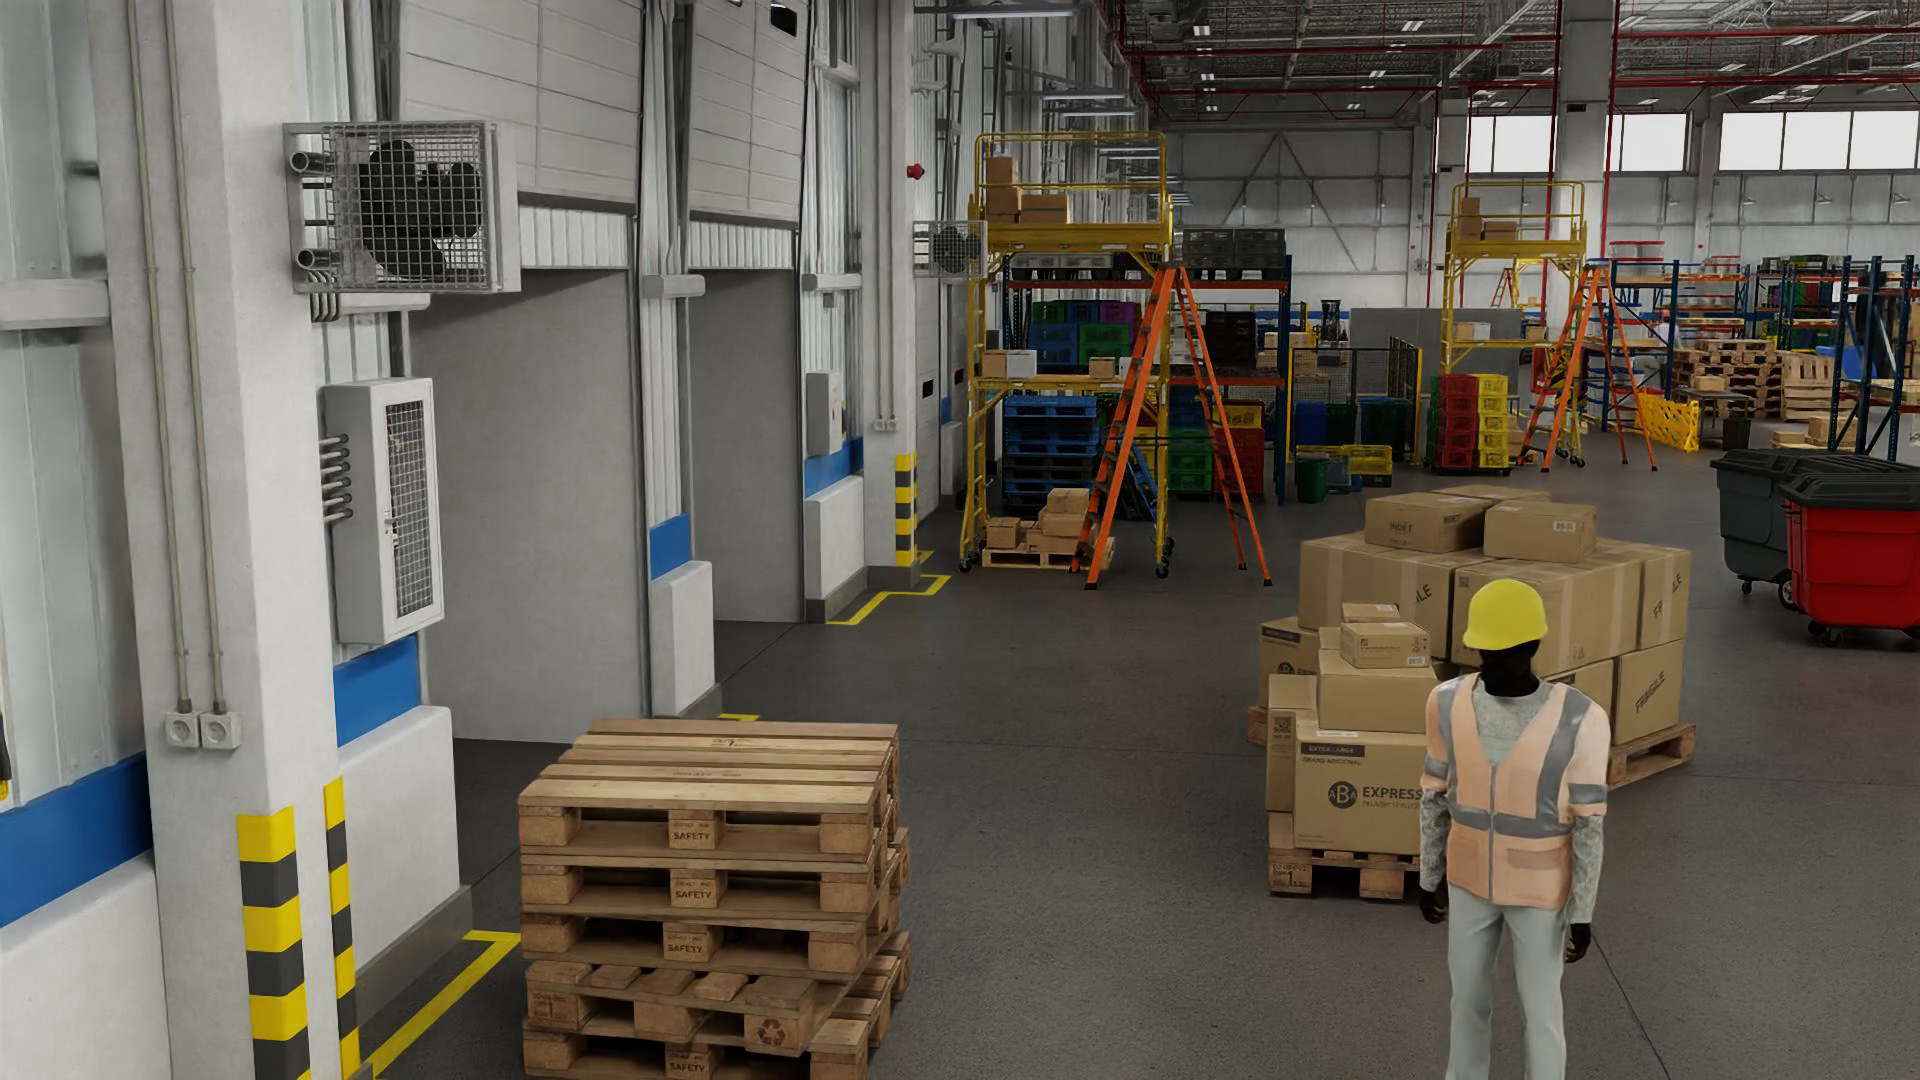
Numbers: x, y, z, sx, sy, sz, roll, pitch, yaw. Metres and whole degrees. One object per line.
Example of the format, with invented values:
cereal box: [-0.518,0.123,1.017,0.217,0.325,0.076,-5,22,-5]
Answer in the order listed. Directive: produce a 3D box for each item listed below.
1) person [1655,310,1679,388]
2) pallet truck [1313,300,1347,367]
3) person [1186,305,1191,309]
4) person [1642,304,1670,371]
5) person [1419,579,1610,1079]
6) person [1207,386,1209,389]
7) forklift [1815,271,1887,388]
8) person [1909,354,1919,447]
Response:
person: [16.989,-4.586,40.044,0.556,1.913,0.786,7,12,38]
pallet truck: [11.159,-6.200,49.718,0.823,1.965,1.885,4,10,26]
person: [6.160,-5.358,44.744,0.543,1.930,0.389,-6,11,-31]
person: [19.826,-5.691,46.893,0.989,1.889,0.661,5,10,26]
person: [1.691,1.062,5.185,0.586,1.918,0.398,8,12,39]
person: [5.159,-3.652,35.136,0.313,1.634,0.515,-5,11,-29]
forklift: [20.825,-4.777,38.230,1.873,2.768,1.129,1,9,9]
person: [15.618,-2.368,26.889,0.319,1.739,0.485,9,13,43]
